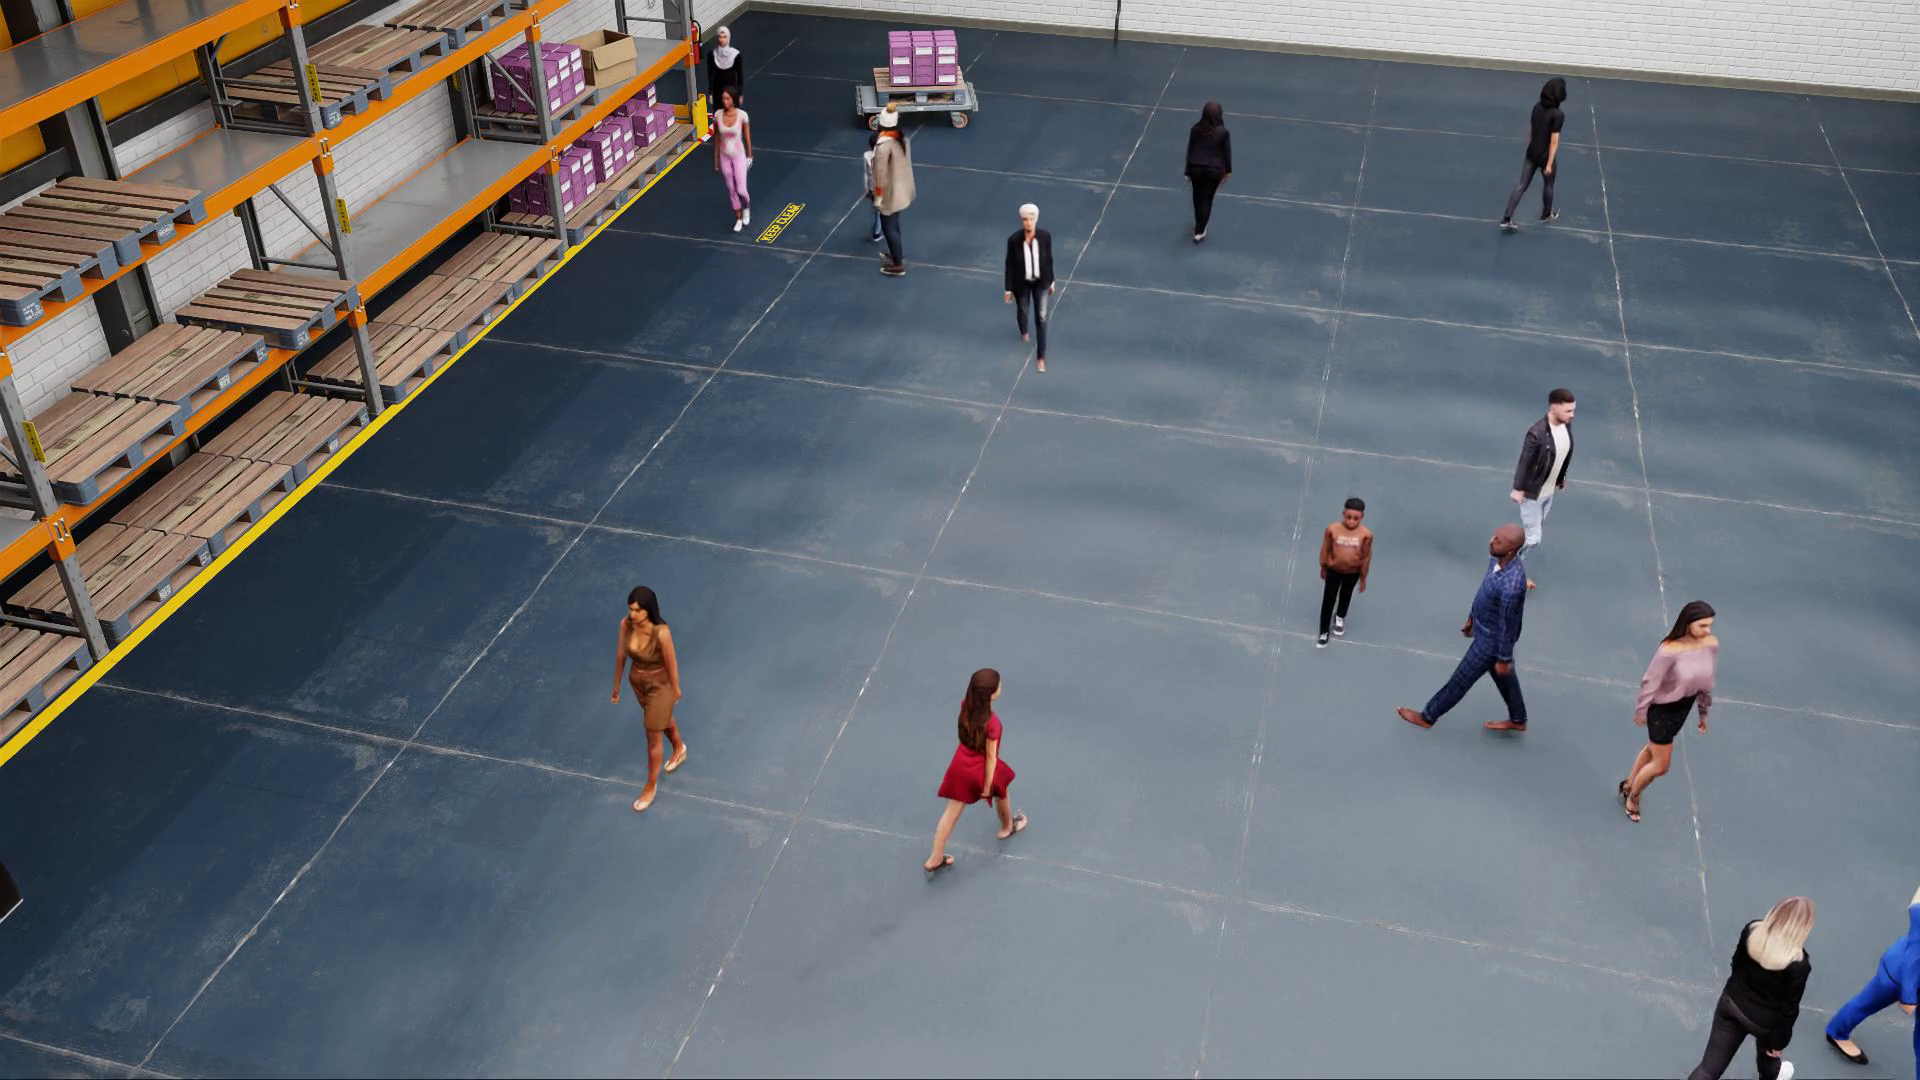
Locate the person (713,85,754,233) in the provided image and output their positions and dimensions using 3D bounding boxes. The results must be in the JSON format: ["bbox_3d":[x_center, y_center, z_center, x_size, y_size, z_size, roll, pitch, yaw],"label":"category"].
[{"bbox_3d":[-2.633,-4.476,19.464,0.599,1.728,0.652,5,34,8],"label":"person"}]

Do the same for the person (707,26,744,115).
[{"bbox_3d":[-2.978,-5.680,21.247,0.739,1.761,1.007,2,34,2],"label":"person"}]

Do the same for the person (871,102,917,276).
[{"bbox_3d":[-0.689,-3.902,18.476,0.854,1.866,0.697,7,34,11],"label":"person"}]

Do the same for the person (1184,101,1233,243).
[{"bbox_3d":[2.829,-4.223,19.216,0.713,1.582,1.008,11,35,16],"label":"person"}]

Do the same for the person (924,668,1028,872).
[{"bbox_3d":[0.045,1.493,10.676,0.876,1.517,1.138,28,43,35],"label":"person"}]

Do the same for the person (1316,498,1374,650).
[{"bbox_3d":[2.989,0.192,12.882,0.521,1.240,0.732,8,35,12],"label":"person"}]

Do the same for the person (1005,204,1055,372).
[{"bbox_3d":[0.751,-2.600,16.885,0.974,1.734,1.216,-1,34,-1],"label":"person"}]

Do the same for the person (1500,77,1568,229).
[{"bbox_3d":[6.695,-4.465,19.390,1.203,1.793,1.123,-18,38,-25],"label":"person"}]

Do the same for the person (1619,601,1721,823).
[{"bbox_3d":[4.624,1.096,11.019,0.759,1.798,0.807,-12,35,-17],"label":"person"}]

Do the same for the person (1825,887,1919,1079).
[{"bbox_3d":[5.203,2.343,9.258,1.036,1.671,1.081,-19,38,-26],"label":"person"}]

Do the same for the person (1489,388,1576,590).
[{"bbox_3d":[4.549,-0.447,13.317,0.790,1.823,0.879,-25,41,-32],"label":"person"}]

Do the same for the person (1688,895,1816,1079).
[{"bbox_3d":[4.159,2.600,8.907,1.210,1.630,1.153,-17,37,-23],"label":"person"}]

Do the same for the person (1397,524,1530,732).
[{"bbox_3d":[3.820,0.681,11.673,0.804,1.764,1.120,6,34,9],"label":"person"}]

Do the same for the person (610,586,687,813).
[{"bbox_3d":[-2.038,0.963,11.343,0.739,1.659,0.967,20,39,28],"label":"person"}]
